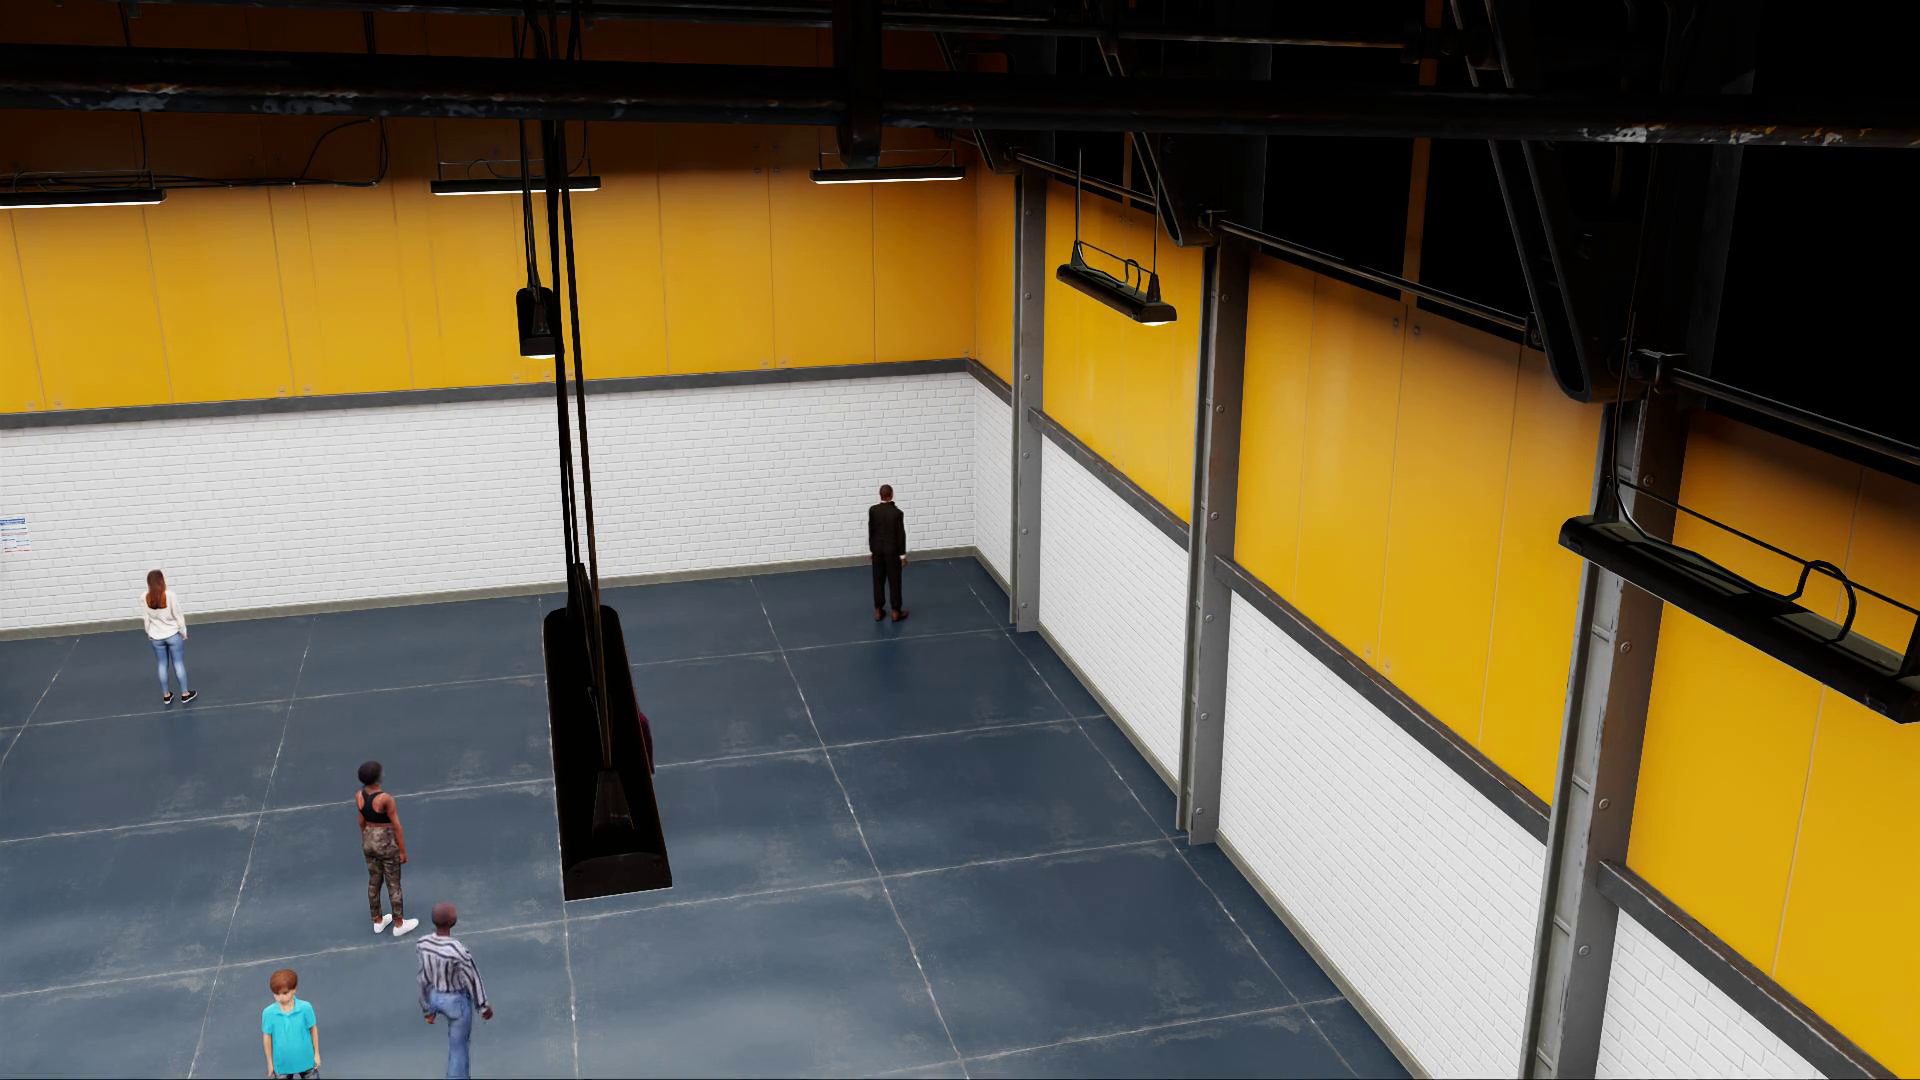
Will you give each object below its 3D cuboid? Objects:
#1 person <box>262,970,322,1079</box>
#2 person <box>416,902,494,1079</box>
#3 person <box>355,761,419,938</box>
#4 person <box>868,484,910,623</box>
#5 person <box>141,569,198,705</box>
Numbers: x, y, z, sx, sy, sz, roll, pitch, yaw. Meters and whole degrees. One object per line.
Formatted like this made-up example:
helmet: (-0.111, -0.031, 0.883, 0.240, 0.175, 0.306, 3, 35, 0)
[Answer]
person: (-4.943, 3.824, 12.337, 0.516, 1.449, 0.478, -6, 19, -16)
person: (-3.885, 3.590, 12.521, 0.819, 1.776, 0.879, 10, 21, 28)
person: (-5.237, 2.777, 15.050, 0.664, 1.701, 0.688, 6, 20, 17)
person: (-0.987, 0.166, 22.488, 0.804, 1.904, 0.831, 7, 20, 20)
person: (-9.502, 1.145, 19.918, 0.654, 1.689, 0.604, -1, 19, -4)
